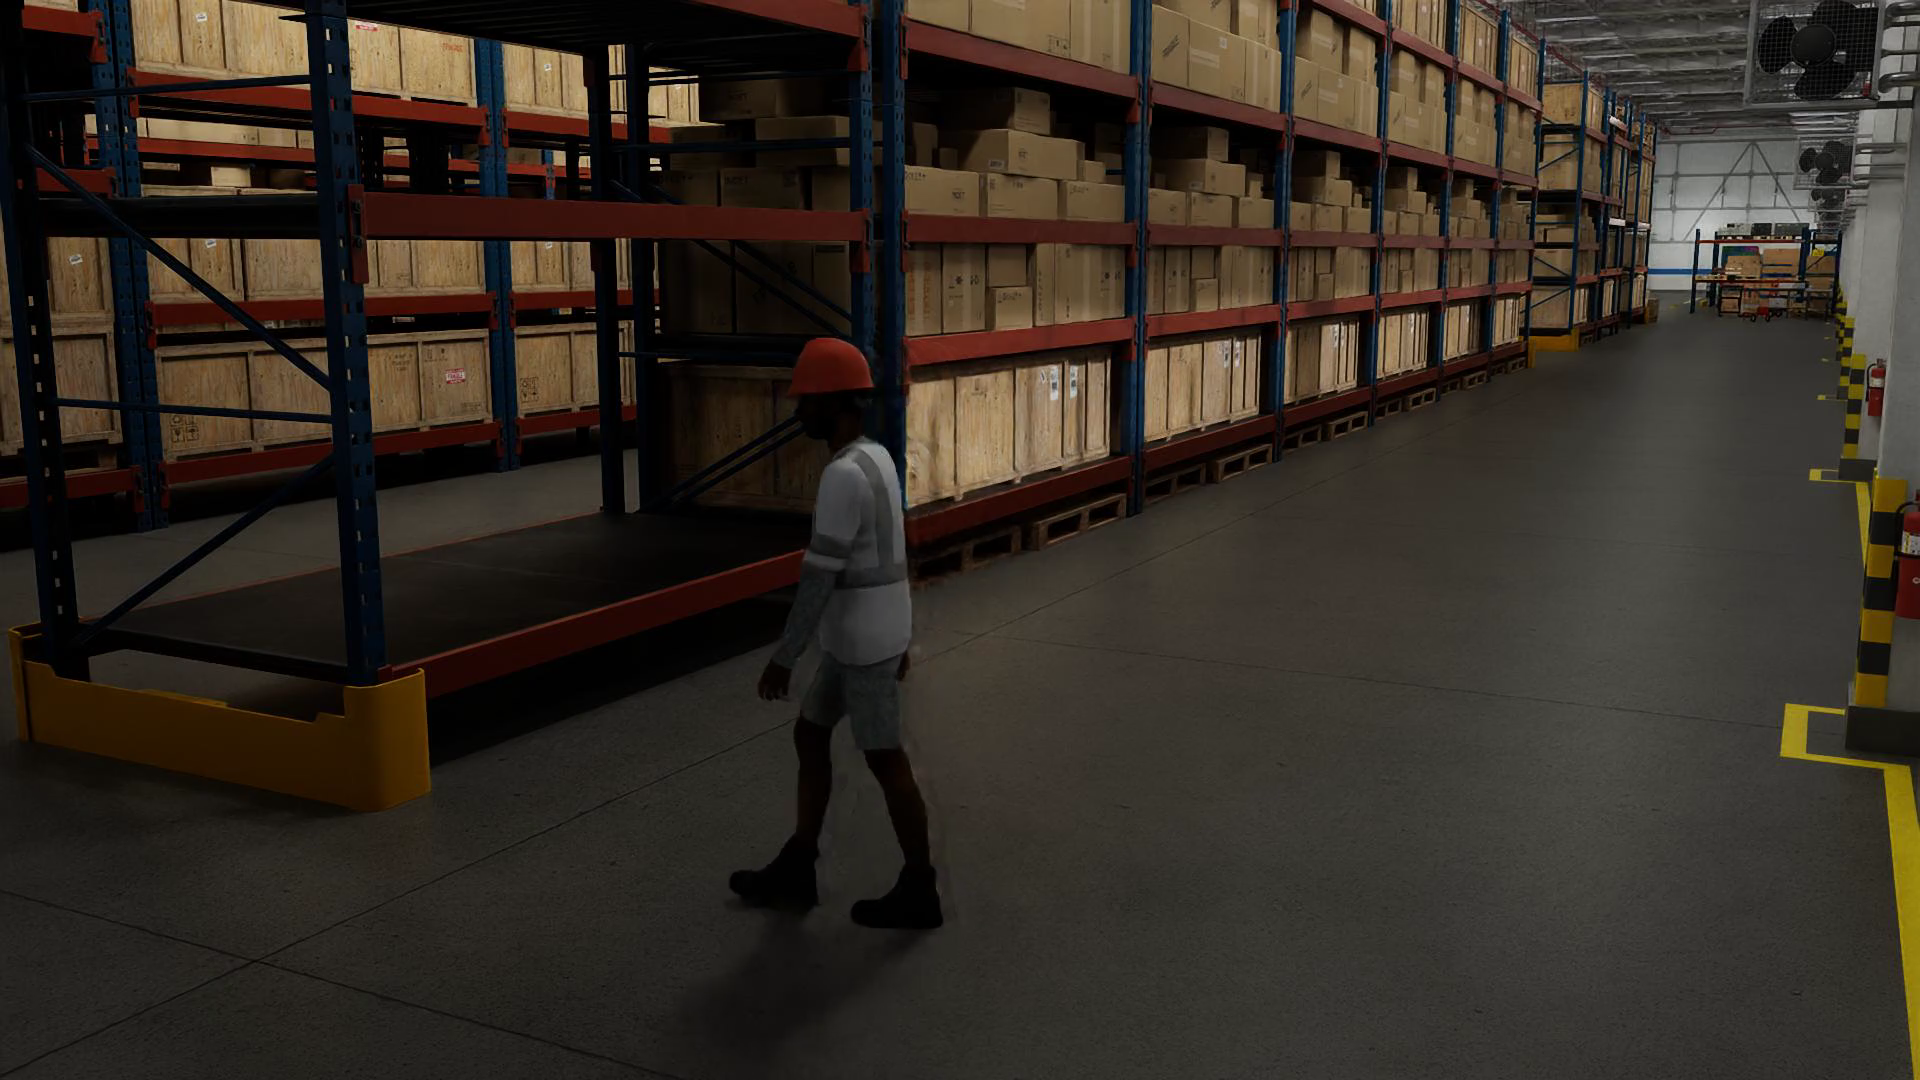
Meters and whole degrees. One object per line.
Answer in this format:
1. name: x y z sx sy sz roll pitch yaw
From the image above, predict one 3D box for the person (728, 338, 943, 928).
1. person: -0.447 0.316 5.330 0.861 1.901 0.554 0 10 2
